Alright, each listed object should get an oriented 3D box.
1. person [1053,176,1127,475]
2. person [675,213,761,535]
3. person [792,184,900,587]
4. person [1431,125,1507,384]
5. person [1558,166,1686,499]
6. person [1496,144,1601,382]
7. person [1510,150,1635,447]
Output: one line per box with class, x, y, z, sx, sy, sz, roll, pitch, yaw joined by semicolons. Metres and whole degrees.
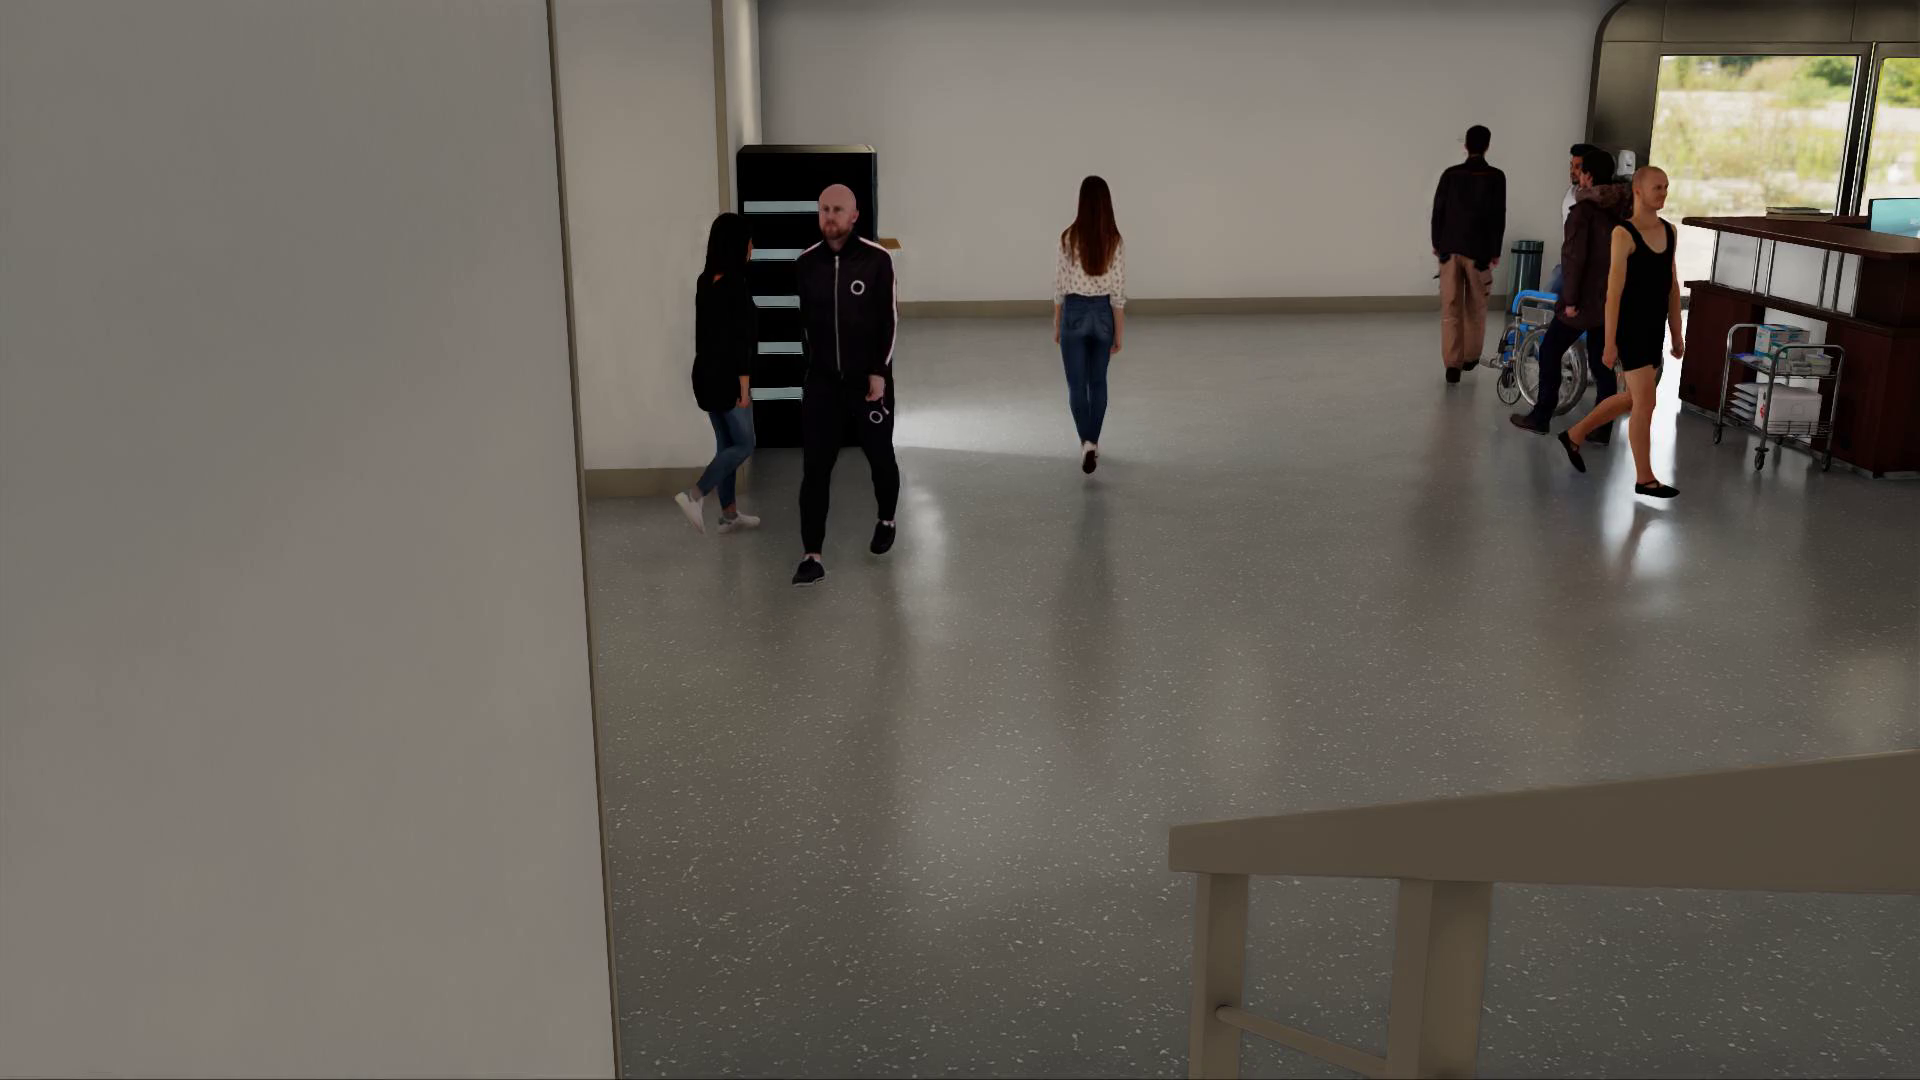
person;0.757;-1.236;9.748;0.595;1.698;1.097;-1;16;-3
person;-1.230;-0.787;8.279;0.873;1.631;0.912;15;21;42
person;-0.468;-0.716;7.749;0.890;1.782;1.285;3;16;12
person;3.800;-2.129;12.552;0.957;1.895;1.173;5;17;17
person;3.741;-1.167;9.328;1.002;1.792;1.182;-11;19;-34
person;4.741;-2.035;12.471;0.892;1.757;1.164;-5;16;-16
person;4.017;-1.483;10.403;0.964;1.819;1.071;-9;18;-28
